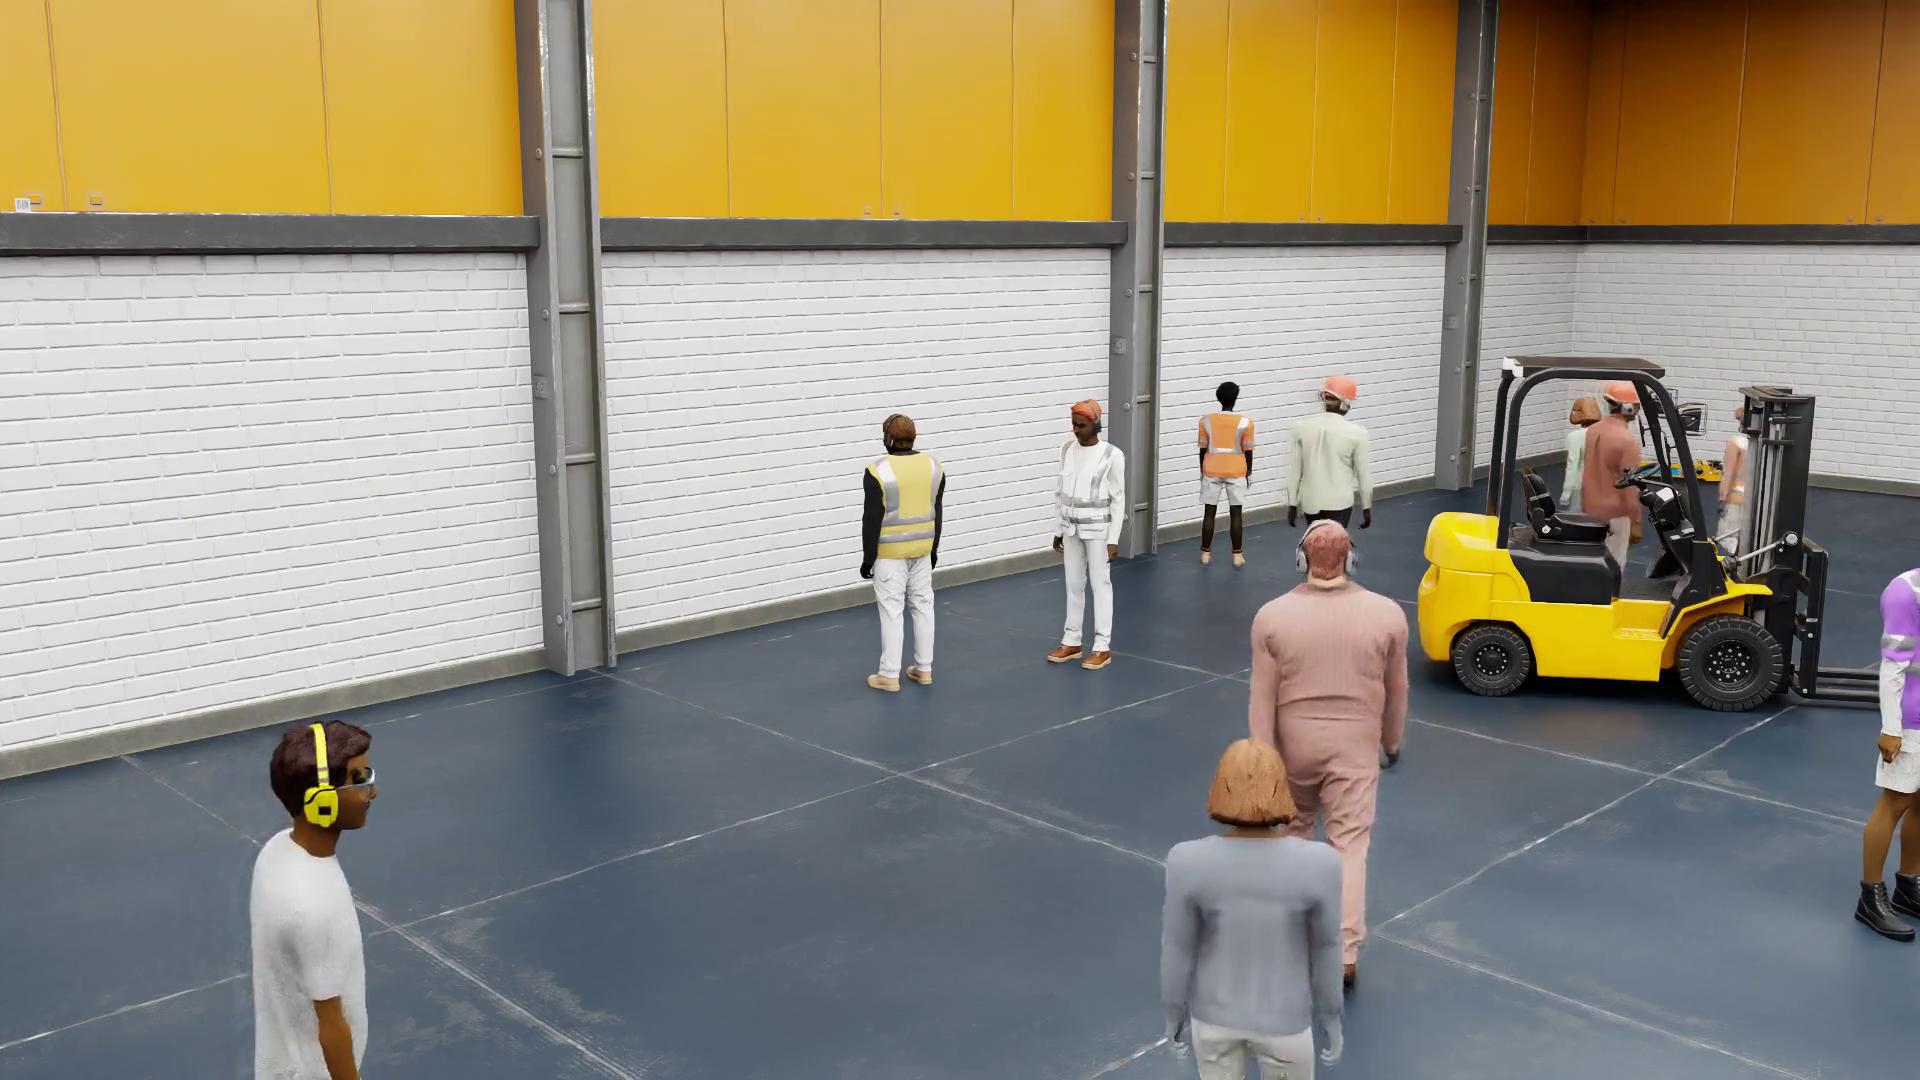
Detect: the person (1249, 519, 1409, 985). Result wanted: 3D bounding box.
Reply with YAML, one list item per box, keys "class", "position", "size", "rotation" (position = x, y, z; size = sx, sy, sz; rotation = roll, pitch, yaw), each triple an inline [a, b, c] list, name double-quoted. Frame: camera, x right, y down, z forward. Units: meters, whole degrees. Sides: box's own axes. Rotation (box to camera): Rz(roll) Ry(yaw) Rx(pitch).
- class: "person"
  position: [1.513, 0.844, 6.853]
  size: [0.642, 1.862, 0.991]
  rotation: [2, 11, 12]

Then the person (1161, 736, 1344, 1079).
- class: "person"
  position: [0.812, 1.359, 4.664]
  size: [0.522, 1.617, 0.478]
  rotation: [2, 11, 12]

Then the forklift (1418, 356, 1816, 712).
- class: "forklift"
  position: [4.276, -0.101, 11.076]
  size: [2.313, 2.155, 1.214]
  rotation: [2, 11, 13]

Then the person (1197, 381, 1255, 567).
- class: "person"
  position: [2.422, -0.599, 15.179]
  size: [0.529, 1.690, 0.321]
  rotation: [3, 11, 18]

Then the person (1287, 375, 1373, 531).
- class: "person"
  position: [2.901, -0.294, 12.798]
  size: [0.621, 1.941, 0.989]
  rotation: [9, 13, 39]

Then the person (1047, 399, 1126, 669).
- class: "person"
  position: [0.881, -0.046, 11.616]
  size: [0.573, 1.887, 0.355]
  rotation: [9, 14, 42]

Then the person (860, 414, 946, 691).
- class: "person"
  position: [-0.401, 0.081, 11.045]
  size: [0.622, 1.844, 0.429]
  rotation: [-8, 13, -36]

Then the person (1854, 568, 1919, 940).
- class: "person"
  position: [4.178, 0.751, 7.129]
  size: [0.550, 1.935, 0.375]
  rotation: [-4, 11, -23]

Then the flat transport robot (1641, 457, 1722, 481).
- class: "flat transport robot"
  position: [8.707, -0.902, 20.690]
  size: [1.431, 0.197, 0.652]
  rotation: [4, 11, 19]

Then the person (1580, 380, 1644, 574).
- class: "person"
  position: [4.830, -0.214, 12.272]
  size: [0.437, 1.976, 0.650]
  rotation: [-2, 11, -9]

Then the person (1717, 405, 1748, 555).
- class: "person"
  position: [6.520, -0.300, 13.699]
  size: [0.546, 1.619, 0.514]
  rotation: [-3, 11, -18]

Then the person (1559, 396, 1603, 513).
- class: "person"
  position: [5.365, -0.418, 14.334]
  size: [0.507, 1.632, 0.264]
  rotation: [-7, 12, -33]

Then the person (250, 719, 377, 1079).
- class: "person"
  position: [-1.533, 1.347, 4.107]
  size: [0.393, 1.852, 0.532]
  rotation: [-5, 11, -23]
